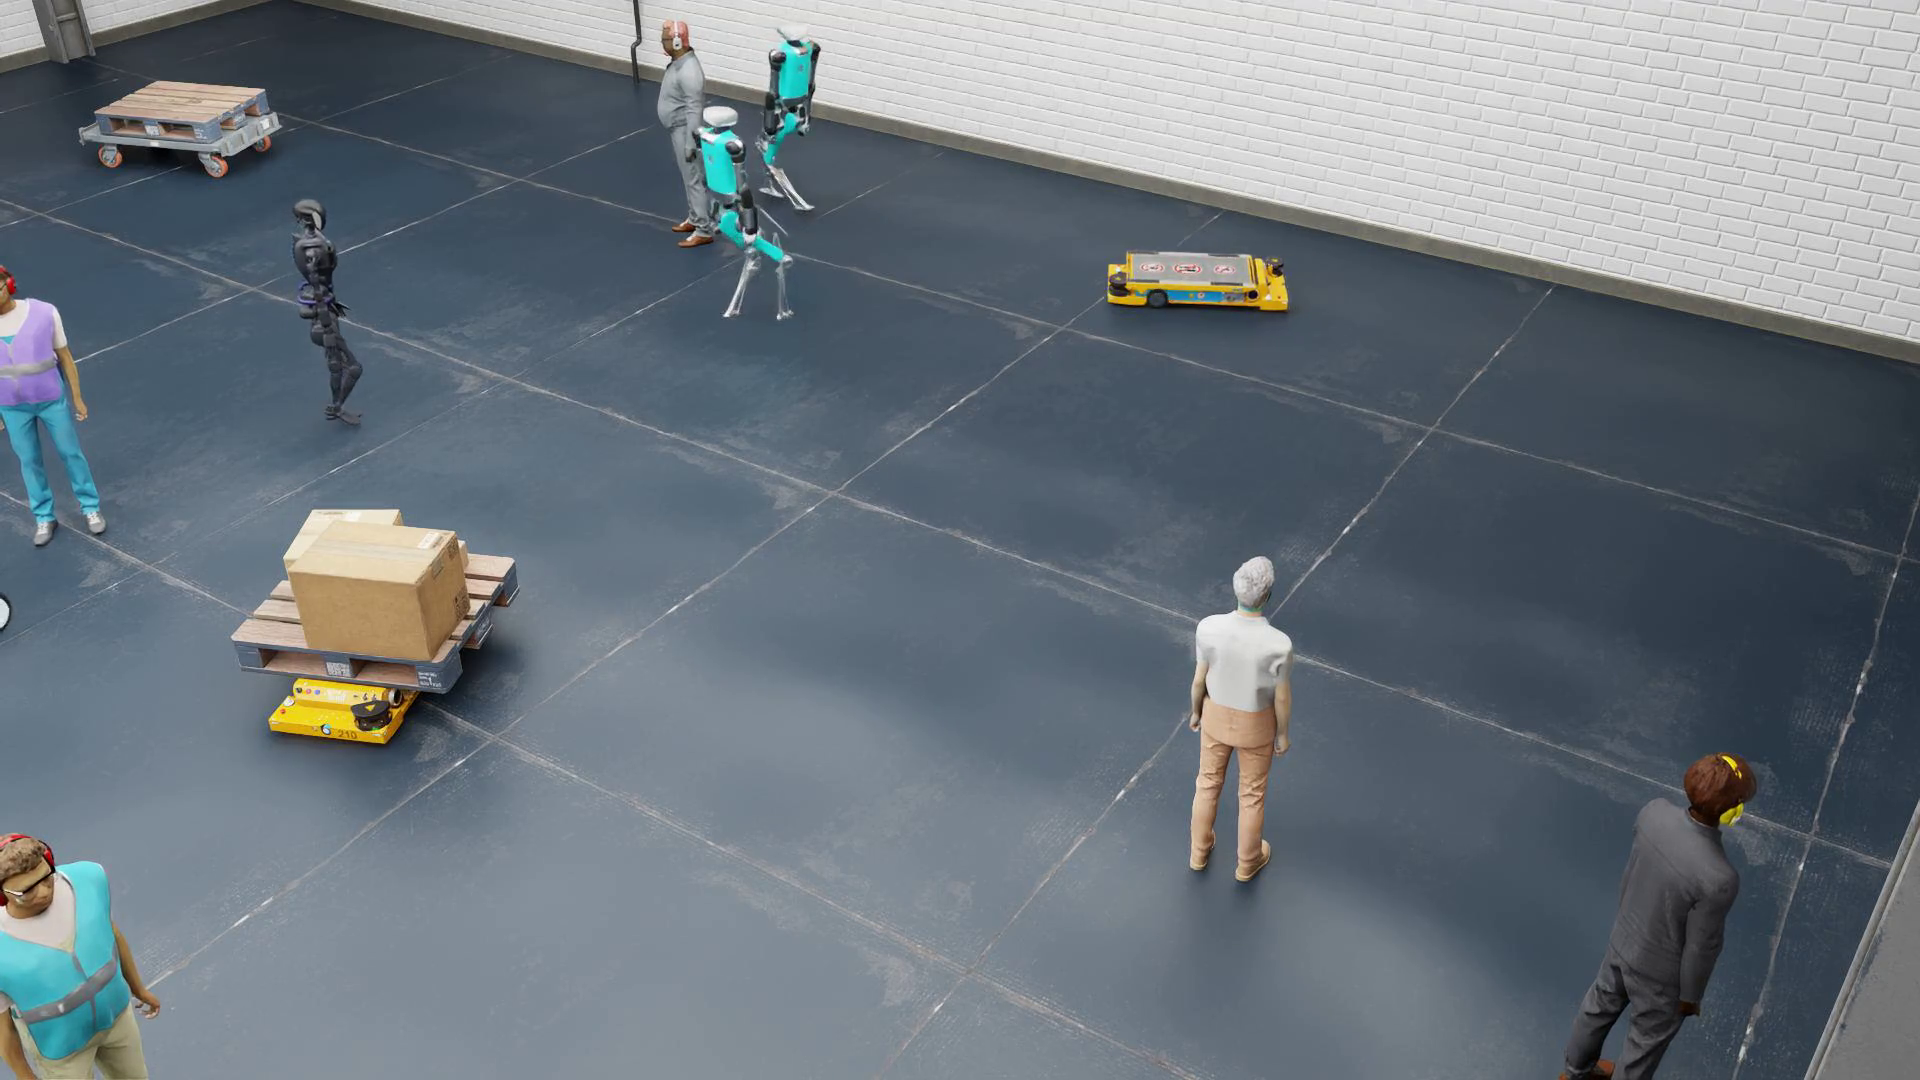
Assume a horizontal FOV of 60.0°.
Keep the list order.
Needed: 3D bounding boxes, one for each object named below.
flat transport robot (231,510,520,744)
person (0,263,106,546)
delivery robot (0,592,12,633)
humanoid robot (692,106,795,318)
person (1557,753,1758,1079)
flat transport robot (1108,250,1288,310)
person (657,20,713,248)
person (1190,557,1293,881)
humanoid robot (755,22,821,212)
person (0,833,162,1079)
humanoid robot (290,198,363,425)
[{"bbox_3d":[-3.214,0.599,9.324,0.659,0.231,1.431,5,33,8],"label":"flat transport robot"},{"bbox_3d":[-5.634,-0.851,10.122,0.562,1.846,0.393,-12,35,-18],"label":"person"},{"bbox_3d":[-5.839,0.399,9.386,0.499,0.612,0.796,11,34,17],"label":"delivery robot"},{"bbox_3d":[-1.596,-2.516,12.844,0.532,1.800,0.799,28,42,36],"label":"humanoid robot"},{"bbox_3d":[2.657,1.570,6.343,0.353,1.866,0.490,-9,34,-14],"label":"person"},{"bbox_3d":[1.925,-2.108,13.536,1.431,0.231,0.659,3,33,4],"label":"flat transport robot"},{"bbox_3d":[-2.338,-3.443,14.099,0.412,1.906,0.651,-9,34,-13],"label":"person"},{"bbox_3d":[1.281,0.826,7.603,0.470,1.747,0.321,13,35,20],"label":"person"},{"bbox_3d":[-1.661,-3.774,14.789,0.983,1.723,0.549,26,41,35],"label":"humanoid robot"},{"bbox_3d":[-3.199,1.771,6.042,0.388,1.845,0.565,13,35,19],"label":"person"},{"bbox_3d":[-4.333,-1.557,11.382,0.333,1.647,0.611,-8,34,-13],"label":"humanoid robot"}]
